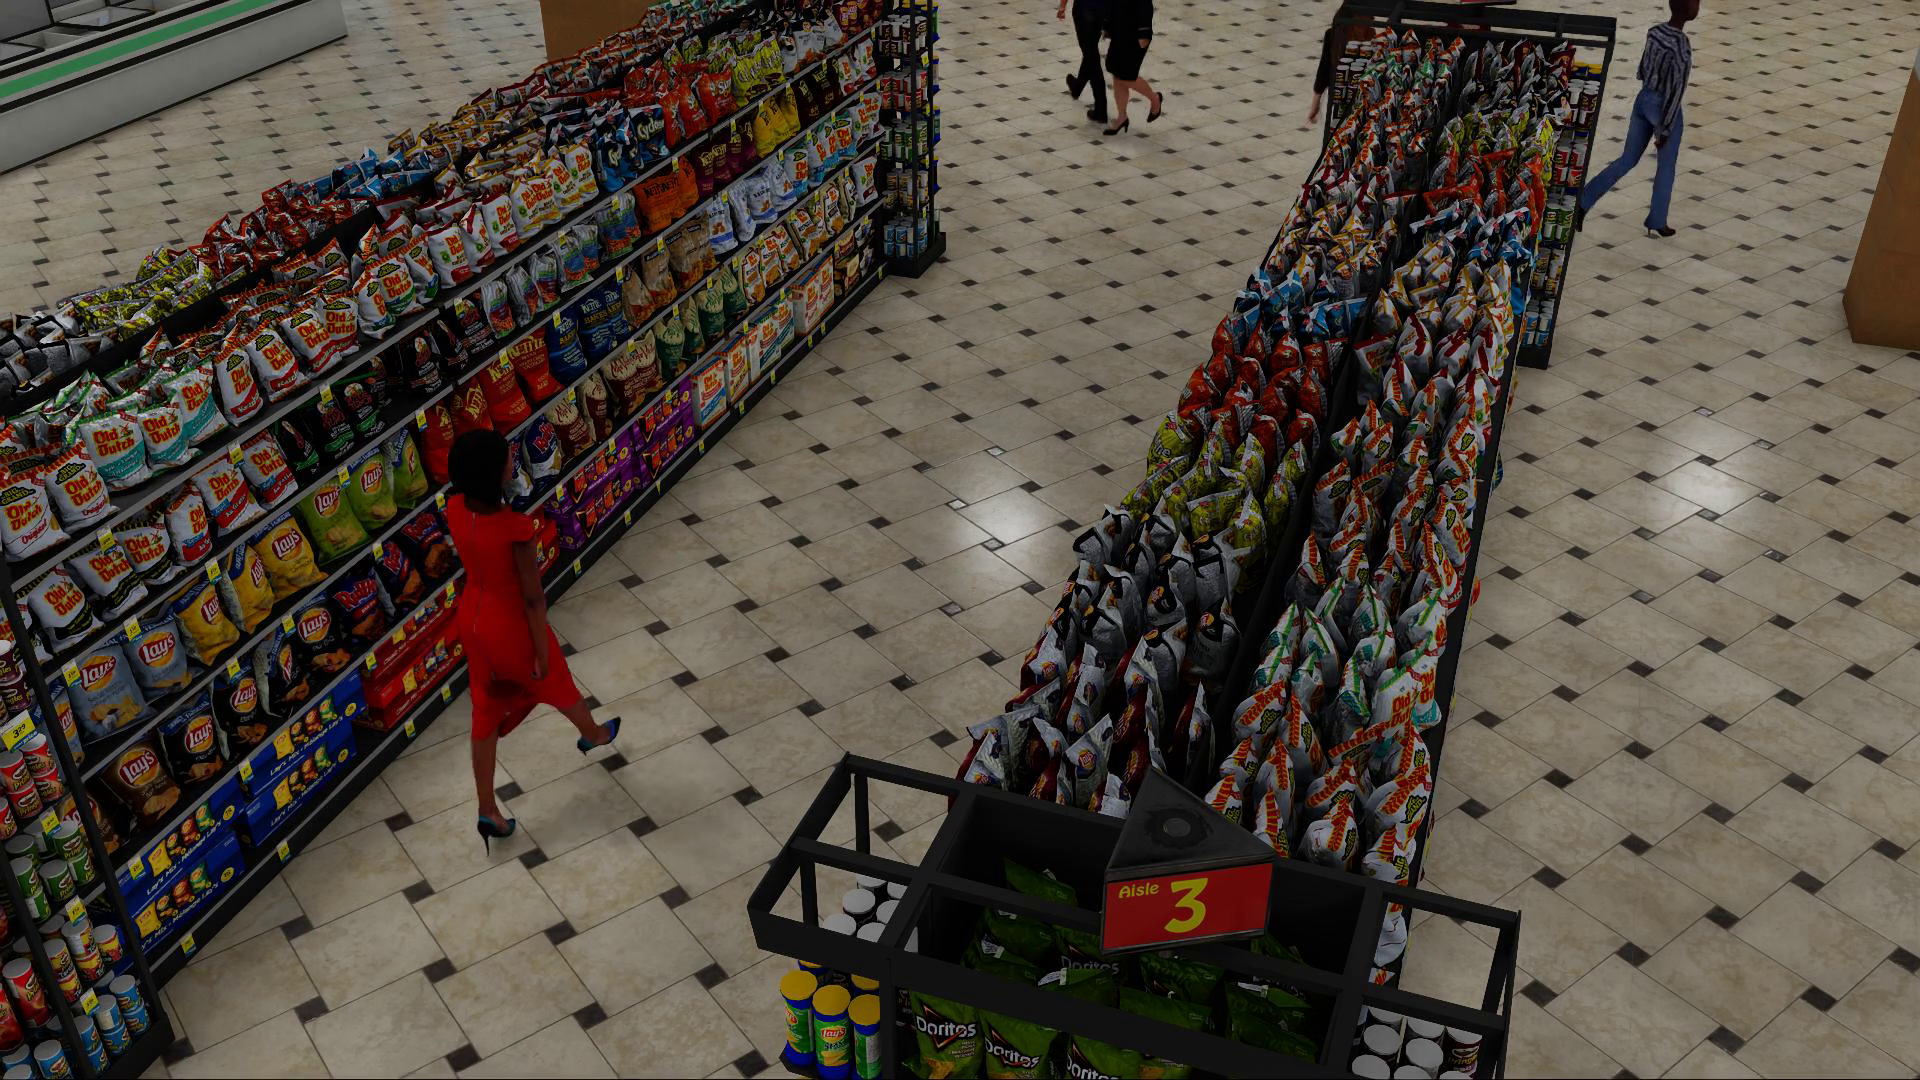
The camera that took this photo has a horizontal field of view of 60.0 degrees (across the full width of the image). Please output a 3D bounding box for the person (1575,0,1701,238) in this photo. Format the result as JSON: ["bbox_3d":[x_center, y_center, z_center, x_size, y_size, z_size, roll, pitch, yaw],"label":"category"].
[{"bbox_3d":[4.737,-2.909,11.534,1.091,1.765,1.110,-8,33,-13],"label":"person"}]

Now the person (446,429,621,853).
[{"bbox_3d":[-1.763,0.418,6.242,0.639,1.708,1.066,13,34,20],"label":"person"}]

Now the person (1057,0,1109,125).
[{"bbox_3d":[1.131,-4.341,13.875,1.132,1.724,1.209,-13,34,-20],"label":"person"}]

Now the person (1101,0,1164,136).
[{"bbox_3d":[1.439,-4.138,13.609,0.987,1.661,0.926,-15,35,-23],"label":"person"}]
